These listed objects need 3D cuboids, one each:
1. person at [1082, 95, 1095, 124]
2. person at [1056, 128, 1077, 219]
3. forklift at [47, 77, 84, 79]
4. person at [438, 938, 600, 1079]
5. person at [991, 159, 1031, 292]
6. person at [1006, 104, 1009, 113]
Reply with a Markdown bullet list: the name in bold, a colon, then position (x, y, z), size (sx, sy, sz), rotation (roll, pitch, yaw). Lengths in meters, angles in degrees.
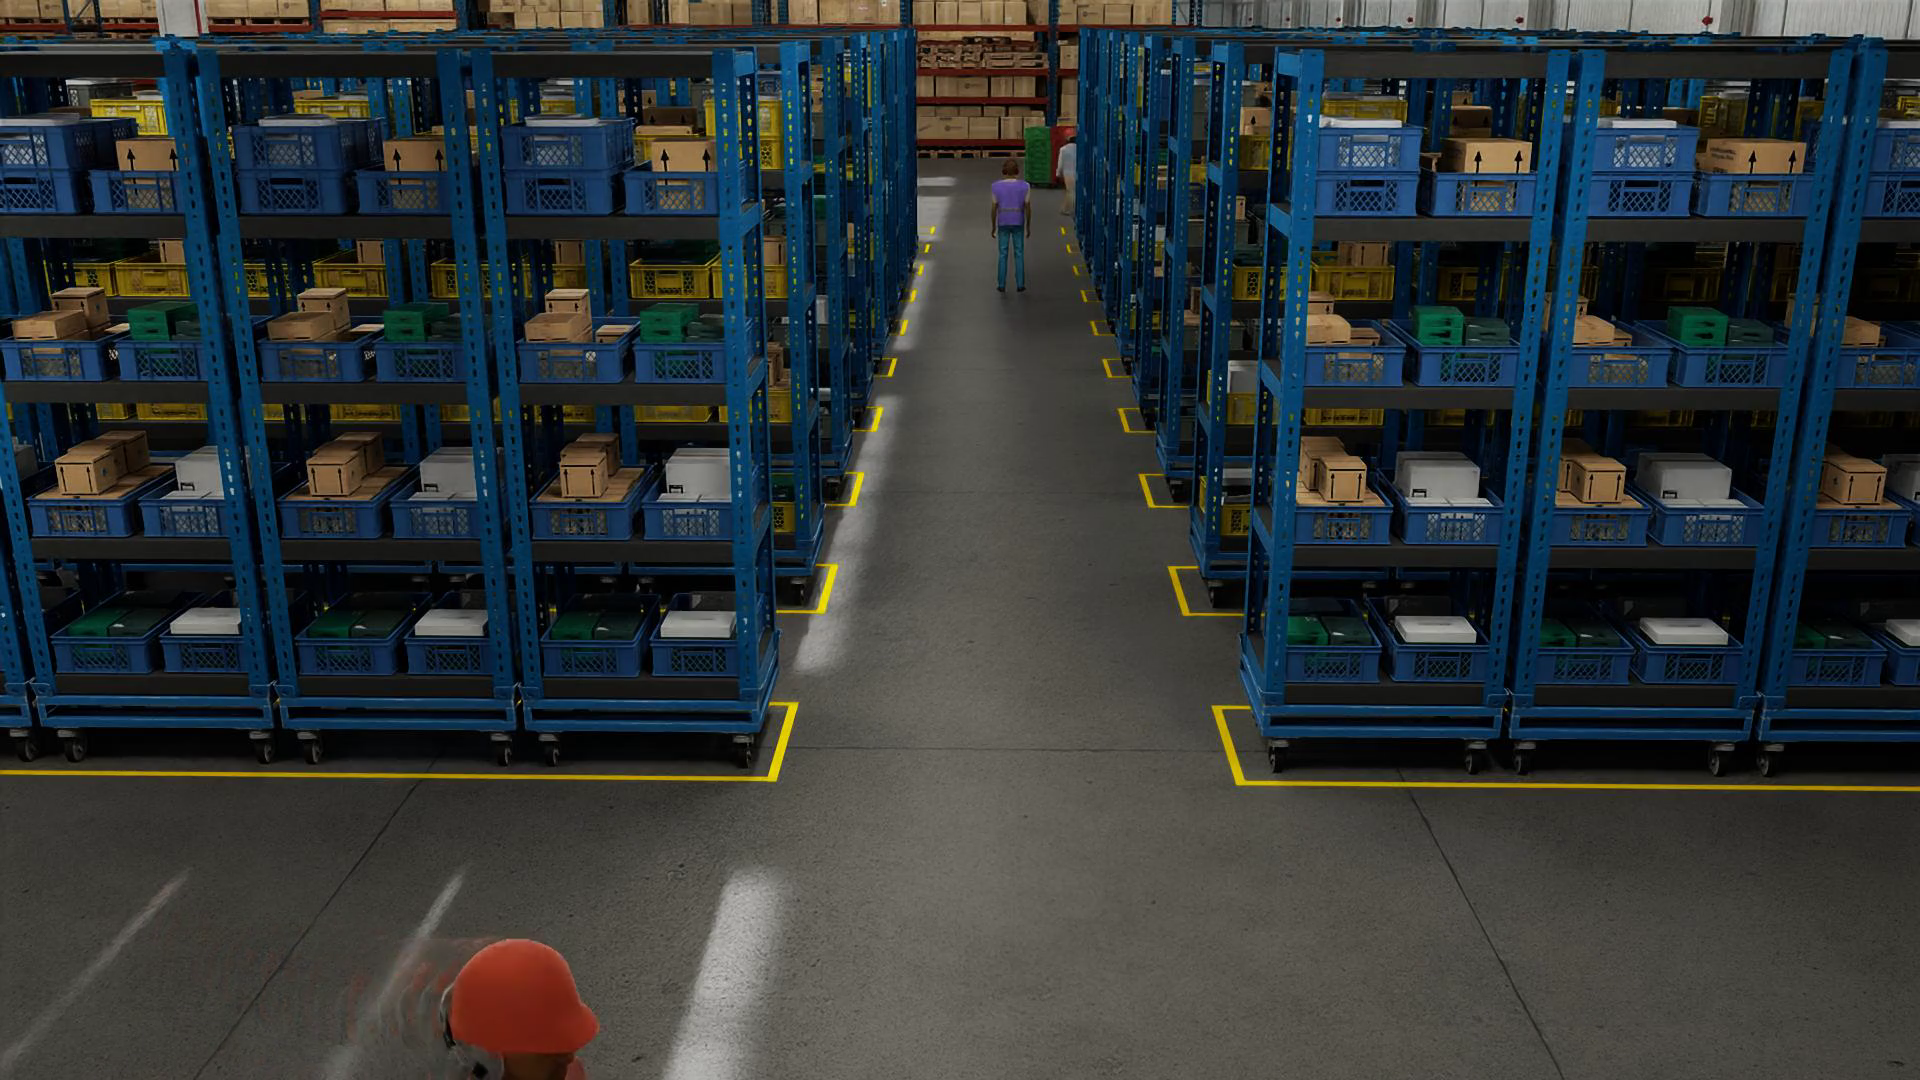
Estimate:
- **person**: position (3.306, -10.051, 41.266), size (0.651, 1.911, 0.408), rotation (0, 17, 1)
- **person**: position (2.168, -7.082, 32.139), size (0.575, 1.711, 0.897), rotation (-11, 20, -31)
- **forklift**: position (-23.332, -11.291, 43.624), size (1.873, 2.768, 1.129), rotation (14, 22, 38)
- **person**: position (-1.019, 1.735, 3.623), size (0.885, 1.965, 0.617), rotation (8, 19, 23)
- **person**: position (0.719, -4.418, 23.411), size (0.571, 1.849, 0.382), rotation (0, 17, 1)
- **person**: position (1.448, -12.438, 48.819), size (0.552, 1.942, 0.342), rotation (0, 17, 1)
